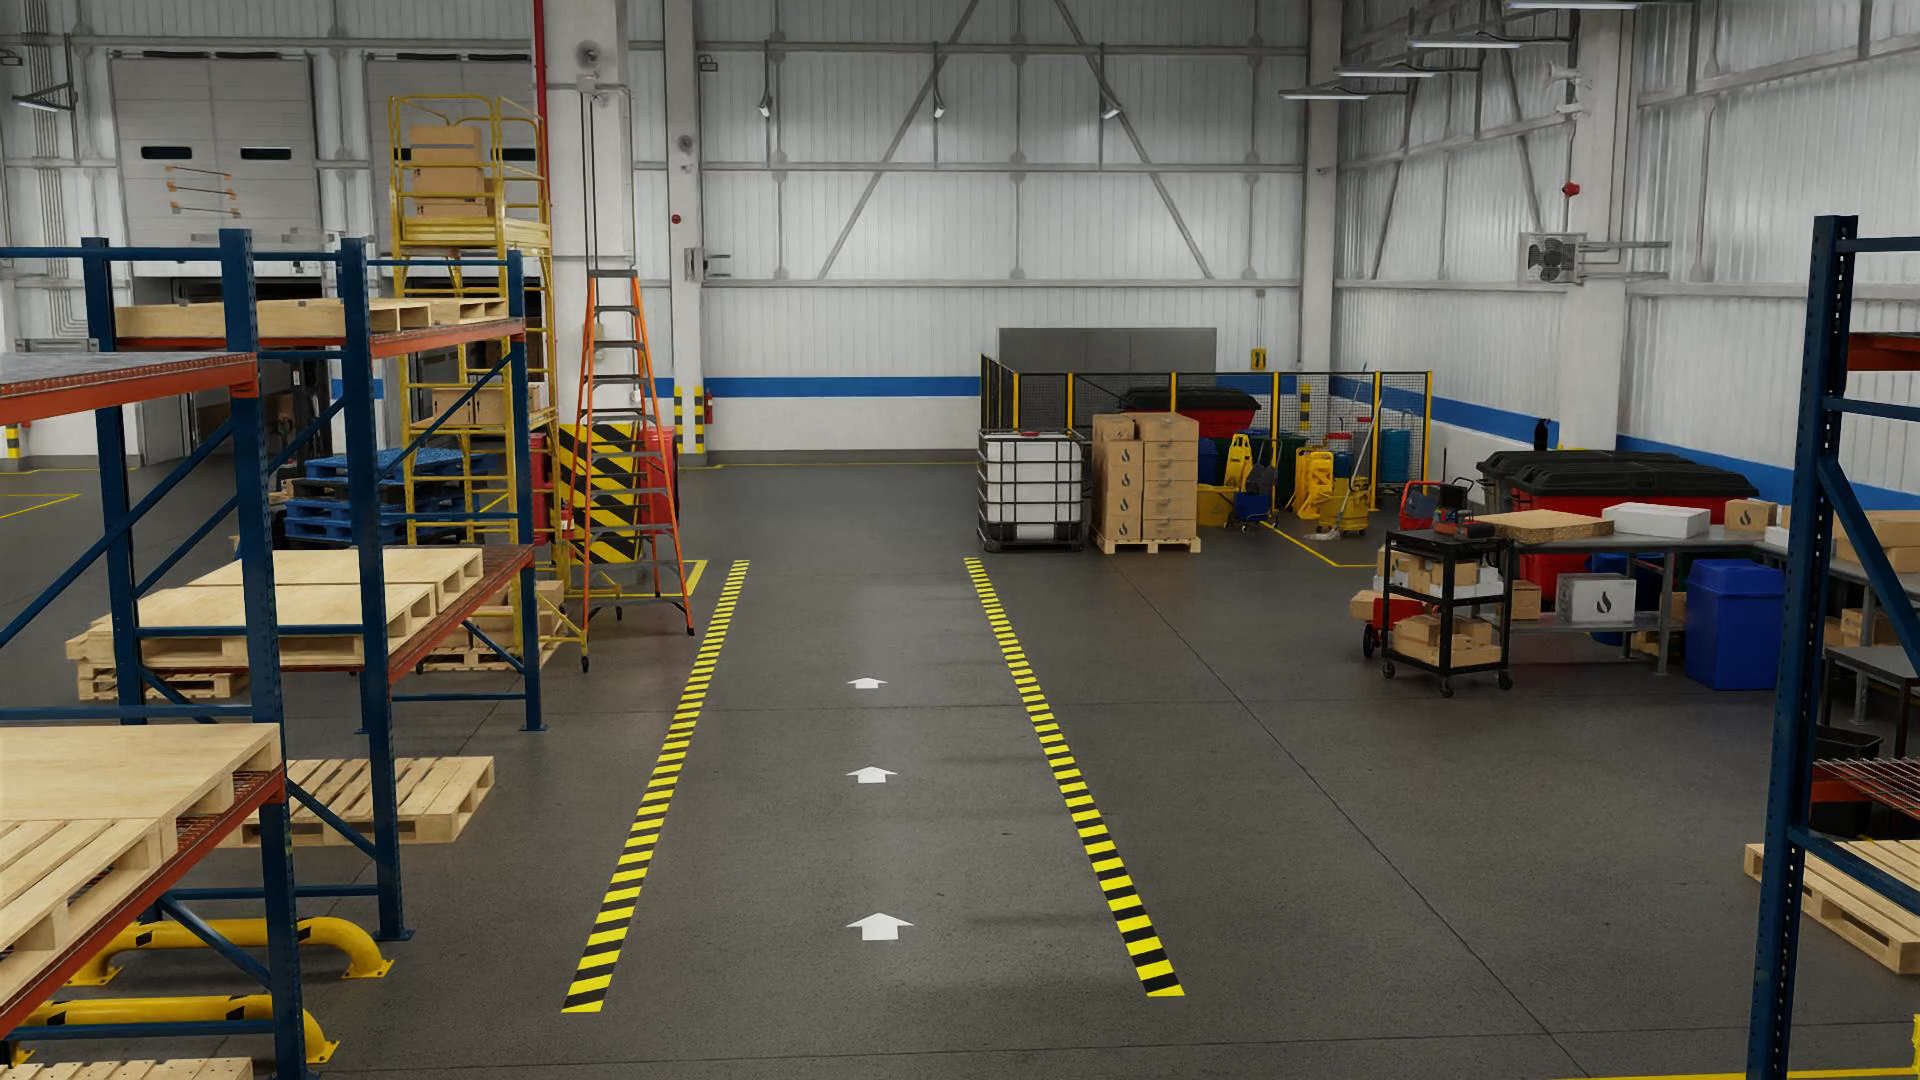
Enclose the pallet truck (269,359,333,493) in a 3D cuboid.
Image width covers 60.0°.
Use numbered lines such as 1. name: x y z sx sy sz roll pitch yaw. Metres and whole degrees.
1. pallet truck: -7.062 -1.131 18.996 1.885 1.965 0.823 2 9 13
